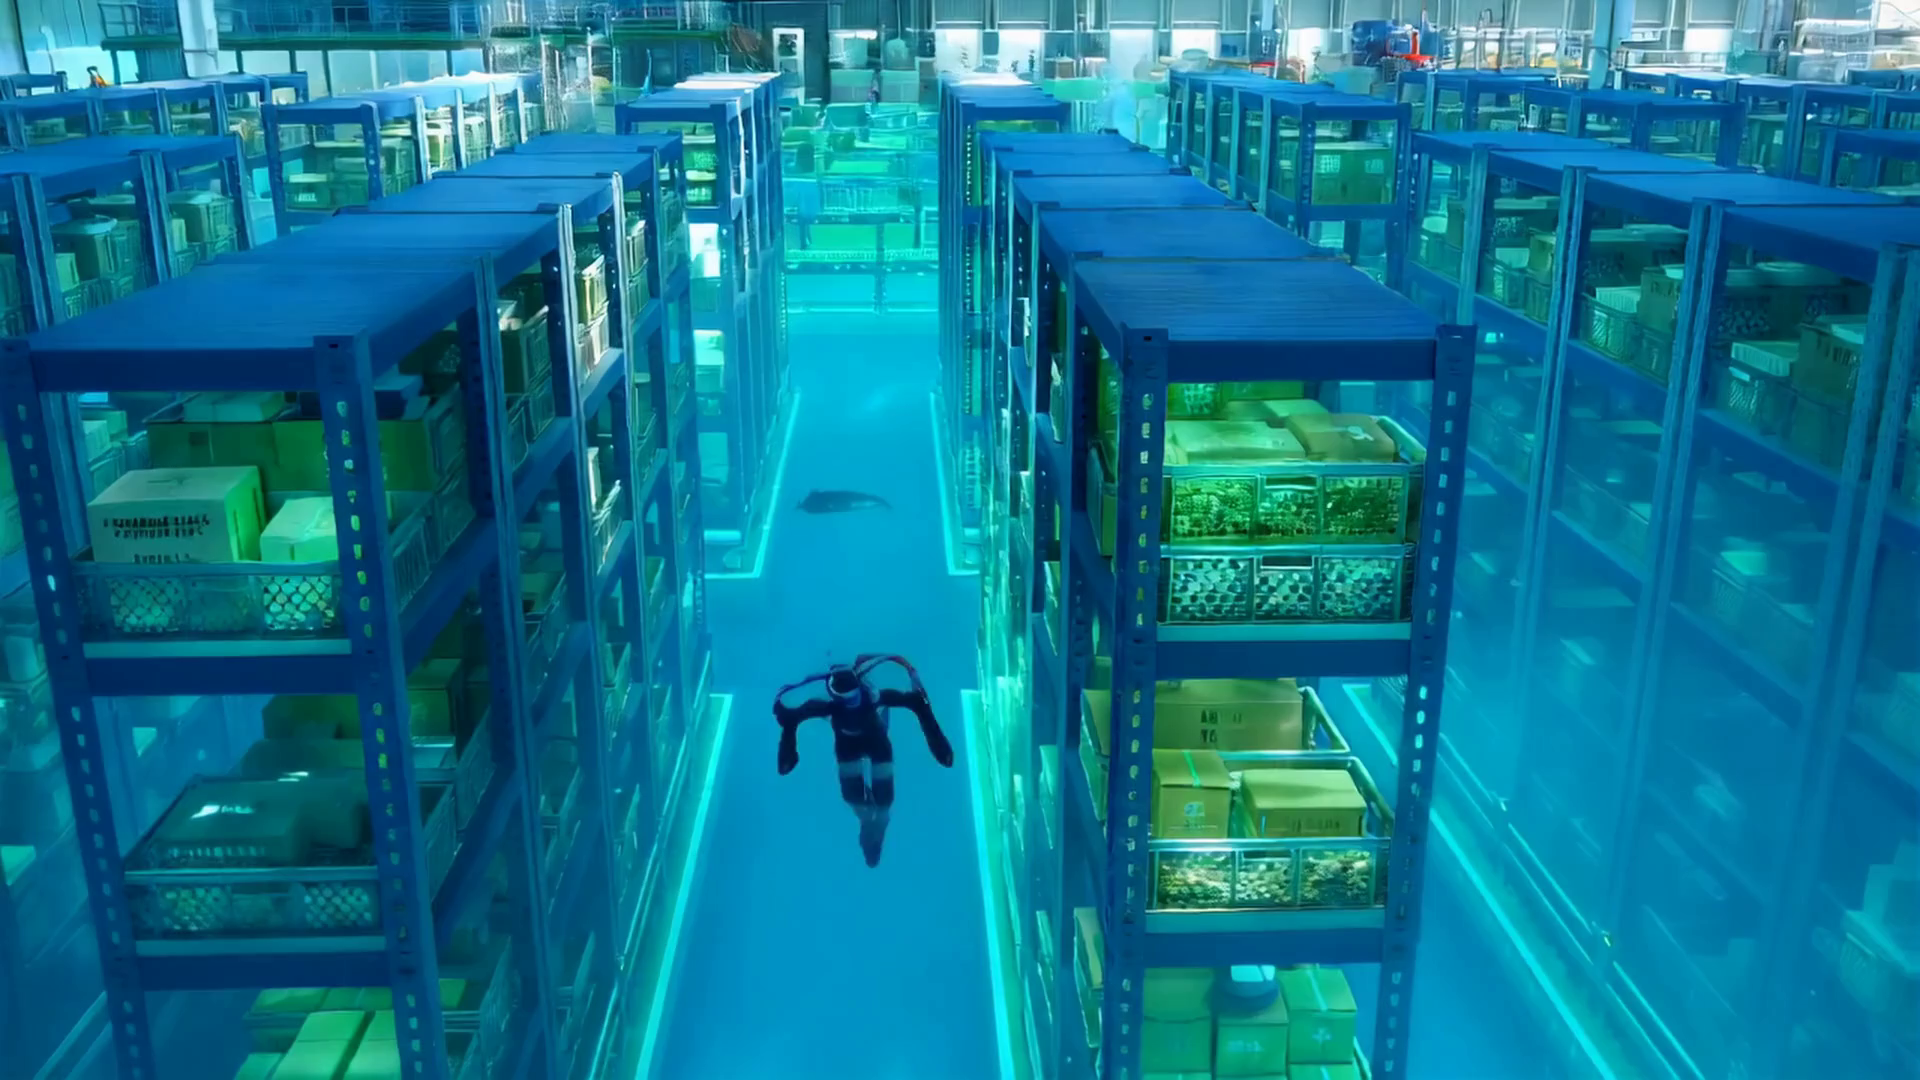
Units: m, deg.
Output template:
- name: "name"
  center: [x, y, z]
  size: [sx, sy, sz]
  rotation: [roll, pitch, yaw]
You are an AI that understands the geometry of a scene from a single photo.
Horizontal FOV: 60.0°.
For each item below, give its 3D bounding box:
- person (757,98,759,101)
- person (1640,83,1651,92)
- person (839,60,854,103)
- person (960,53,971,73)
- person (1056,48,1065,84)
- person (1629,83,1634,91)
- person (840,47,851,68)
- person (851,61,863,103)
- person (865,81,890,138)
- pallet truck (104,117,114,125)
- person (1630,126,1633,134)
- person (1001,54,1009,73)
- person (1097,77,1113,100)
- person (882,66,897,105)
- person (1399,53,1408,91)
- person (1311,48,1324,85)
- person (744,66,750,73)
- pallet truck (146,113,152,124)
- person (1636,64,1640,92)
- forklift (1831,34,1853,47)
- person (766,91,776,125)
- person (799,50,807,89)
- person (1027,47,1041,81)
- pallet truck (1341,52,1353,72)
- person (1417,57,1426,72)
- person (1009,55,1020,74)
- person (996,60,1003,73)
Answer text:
- name: "person"
  center: [-5.592, -11.570, 46.685]
  size: [0.520, 1.871, 0.326]
  rotation: [6, 19, 17]
- name: "person"
  center: [26.467, -17.238, 64.154]
  size: [0.549, 1.908, 0.837]
  rotation: [-12, 22, -33]
- name: "person"
  center: [-4.889, -19.948, 72.576]
  size: [0.639, 1.890, 1.003]
  rotation: [-9, 20, -26]
- name: "person"
  center: [0.283, -24.270, 86.068]
  size: [0.628, 1.822, 0.670]
  rotation: [-10, 20, -28]
- name: "person"
  center: [5.552, -26.096, 91.535]
  size: [0.543, 1.934, 0.362]
  rotation: [-15, 23, -38]
- name: "person"
  center: [33.261, -23.345, 83.053]
  size: [0.768, 1.917, 0.633]
  rotation: [8, 20, 24]
- name: "person"
  center: [-6.180, -25.705, 90.247]
  size: [0.655, 1.975, 0.567]
  rotation: [8, 19, 22]
- name: "person"
  center: [-4.350, -18.708, 68.531]
  size: [0.855, 2.015, 0.616]
  rotation: [-13, 22, -34]
- name: "person"
  center: [-2.735, -14.225, 54.962]
  size: [0.990, 1.826, 0.596]
  rotation: [0, 18, 1]
- name: "pallet truck"
  center: [-18.367, -7.885, 35.078]
  size: [1.885, 1.965, 0.823]
  rotation: [1, 18, 2]
- name: "person"
  center: [19.793, -12.202, 48.911]
  size: [0.541, 1.700, 0.316]
  rotation: [14, 23, 38]
- name: "person"
  center: [2.210, -24.727, 87.644]
  size: [0.835, 1.712, 0.619]
  rotation: [4, 18, 12]
- name: "person"
  center: [4.933, -14.690, 56.279]
  size: [0.566, 1.898, 0.887]
  rotation: [0, 18, 1]
- name: "person"
  center: [-2.610, -17.108, 63.550]
  size: [0.920, 2.000, 0.695]
  rotation: [3, 18, 10]
- name: "person"
  center: [22.449, -23.680, 84.138]
  size: [0.337, 1.882, 0.583]
  rotation: [-6, 19, -19]
- name: "person"
  center: [19.473, -25.666, 90.175]
  size: [0.608, 1.959, 0.971]
  rotation: [-17, 24, -41]
- name: "person"
  center: [-8.467, -17.810, 65.919]
  size: [0.385, 1.917, 0.584]
  rotation: [12, 21, 32]
- name: "pallet truck"
  center: [-18.087, -8.309, 36.390]
  size: [1.885, 1.965, 0.823]
  rotation: [-1, 18, -4]
- name: "person"
  center: [32.760, -22.299, 79.951]
  size: [0.514, 1.836, 0.351]
  rotation: [11, 21, 31]
- name: "forklift"
  center: [44.028, -23.961, 83.412]
  size: [1.129, 2.768, 1.873]
  rotation: [-1, 18, -2]
- name: "person"
  center: [-6.437, -14.668, 56.468]
  size: [0.798, 1.733, 0.548]
  rotation: [11, 21, 31]
- name: "person"
  center: [-8.142, -24.362, 86.146]
  size: [0.404, 1.945, 0.615]
  rotation: [9, 20, 27]
- name: "person"
  center: [4.145, -26.853, 93.952]
  size: [1.004, 1.876, 0.604]
  rotation: [7, 19, 21]
- name: "pallet truck"
  center: [18.794, -23.123, 82.231]
  size: [0.823, 1.965, 1.885]
  rotation: [-13, 22, -35]
- name: "person"
  center: [21.806, -21.864, 78.584]
  size: [0.429, 1.842, 0.633]
  rotation: [1, 18, 4]
- name: "person"
  center: [2.886, -24.594, 87.322]
  size: [0.547, 1.662, 0.793]
  rotation: [-4, 18, -12]
- name: "person"
  center: [1.713, -20.776, 75.254]
  size: [0.972, 1.829, 0.528]
  rotation: [2, 18, 6]
